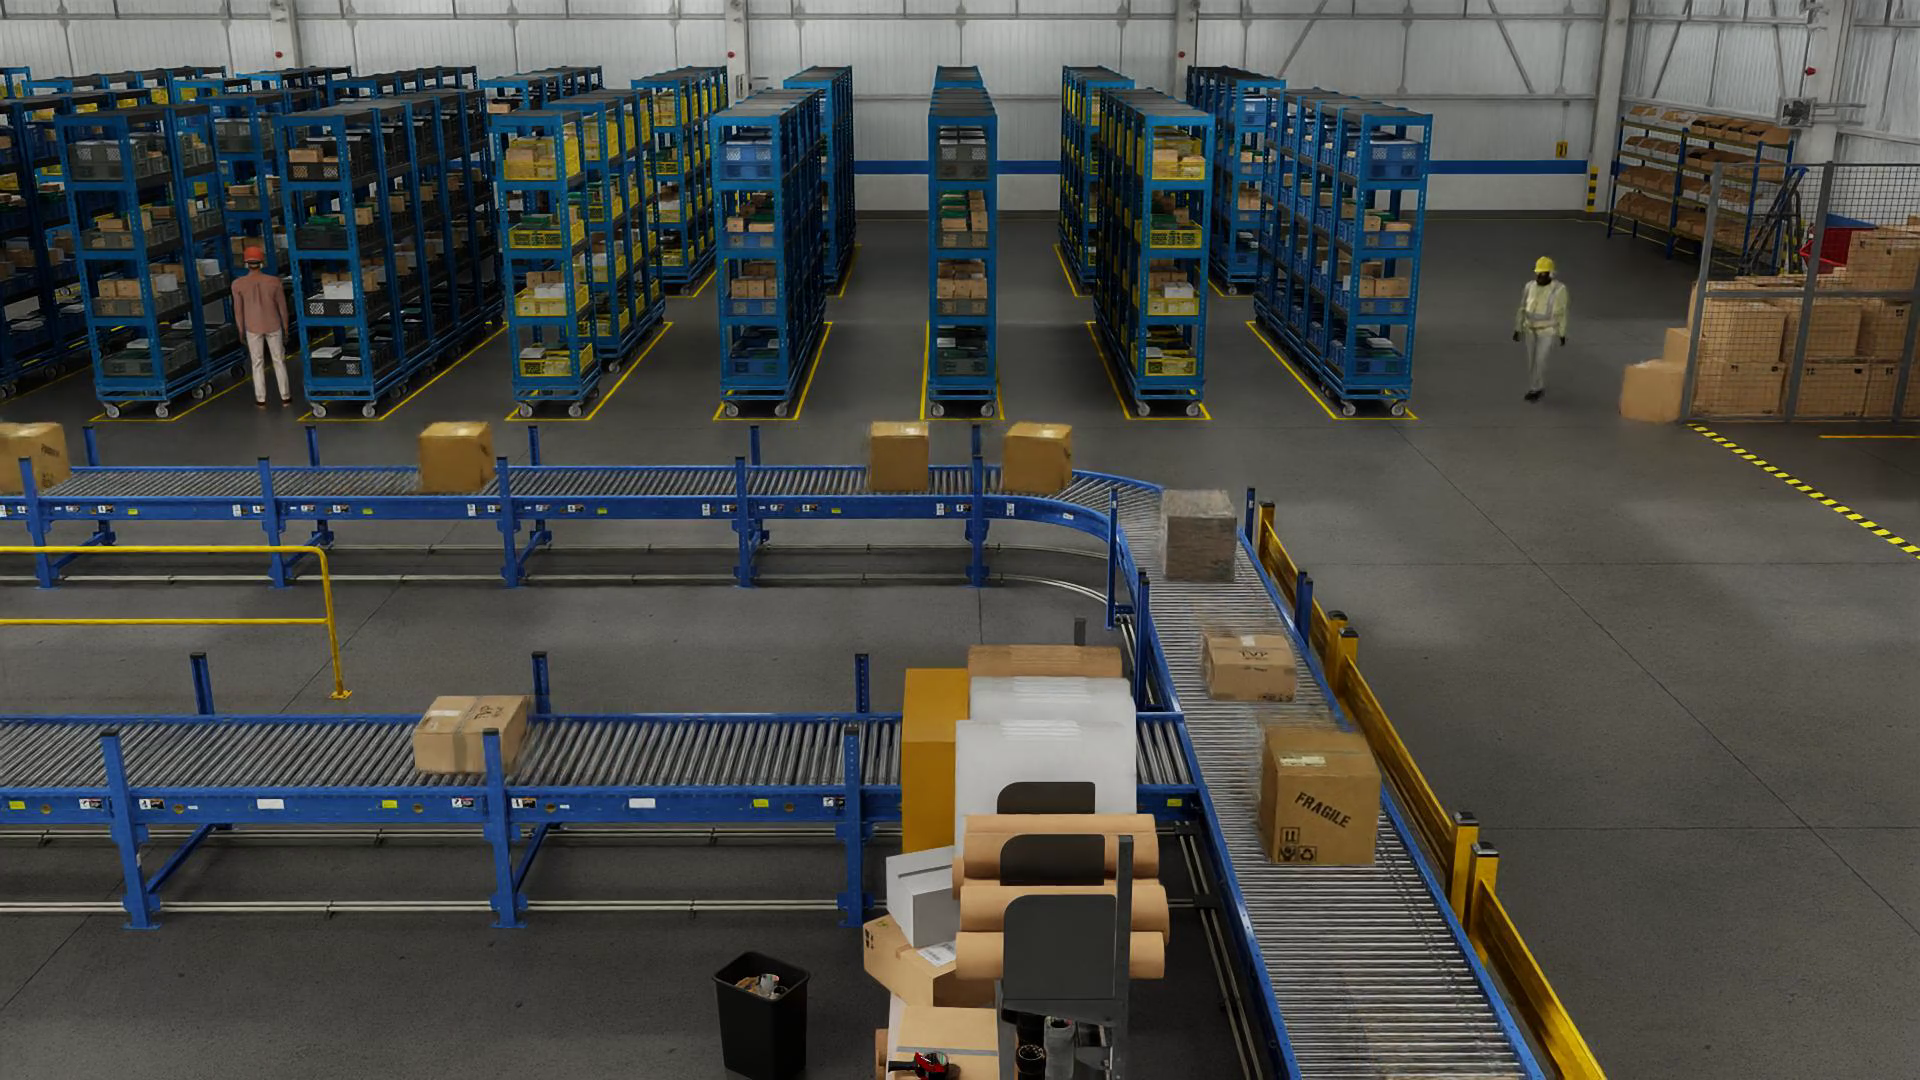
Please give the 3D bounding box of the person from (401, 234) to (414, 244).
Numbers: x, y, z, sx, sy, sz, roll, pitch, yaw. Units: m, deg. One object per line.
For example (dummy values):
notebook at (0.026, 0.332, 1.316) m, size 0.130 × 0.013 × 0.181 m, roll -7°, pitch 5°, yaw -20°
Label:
person at (-8.862, -4.621, 26.974) m, size 0.674 × 1.800 × 0.630 m, roll -11°, pitch 21°, yaw -30°

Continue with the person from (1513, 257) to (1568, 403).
person at (7.206, -2.623, 20.788) m, size 0.701 × 1.806 × 0.636 m, roll -15°, pitch 23°, yaw -38°

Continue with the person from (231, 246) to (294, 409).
person at (-8.563, -2.608, 20.446) m, size 0.622 × 1.994 × 0.381 m, roll -8°, pitch 20°, yaw -23°
